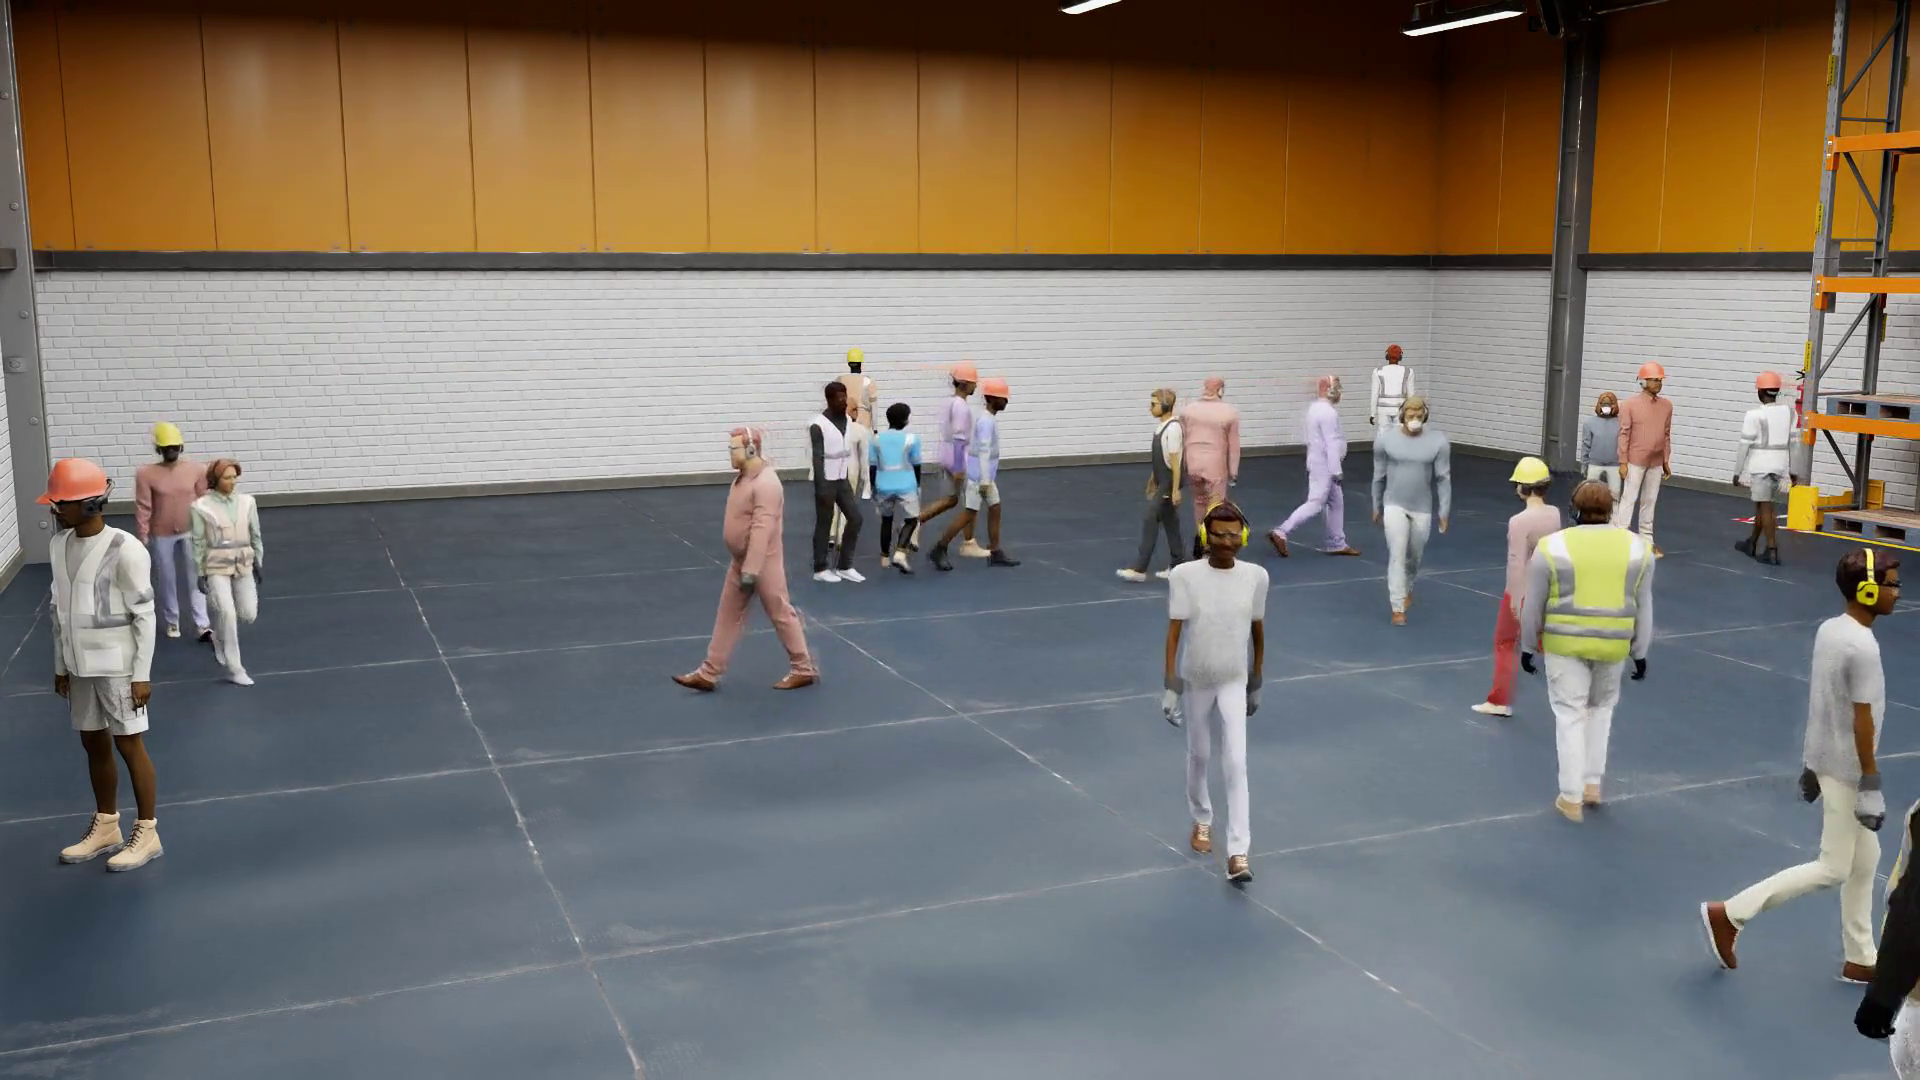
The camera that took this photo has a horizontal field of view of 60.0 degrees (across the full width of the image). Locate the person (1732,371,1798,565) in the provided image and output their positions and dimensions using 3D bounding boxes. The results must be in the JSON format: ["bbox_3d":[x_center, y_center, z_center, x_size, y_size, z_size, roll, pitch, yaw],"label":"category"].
[{"bbox_3d":[8.003,-0.737,16.694,0.581,1.905,0.874,-2,10,-13],"label":"person"}]

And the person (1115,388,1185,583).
[{"bbox_3d":[1.785,-0.501,15.556,0.793,1.818,0.552,-1,9,-4],"label":"person"}]

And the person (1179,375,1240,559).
[{"bbox_3d":[2.491,-0.732,16.828,0.652,1.872,0.790,6,11,31],"label":"person"}]

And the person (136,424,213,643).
[{"bbox_3d":[-6.135,-0.037,13.025,0.545,1.724,0.890,-5,11,-29],"label":"person"}]

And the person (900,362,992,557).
[{"bbox_3d":[-0.135,-0.801,16.825,0.875,2.013,0.617,-2,10,-11],"label":"person"}]

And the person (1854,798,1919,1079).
[{"bbox_3d":[2.887,1.266,4.829,0.656,1.822,0.475,-8,12,-39],"label":"person"}]

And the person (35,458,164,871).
[{"bbox_3d":[-4.221,0.611,8.137,0.615,2.039,0.387,4,10,23],"label":"person"}]

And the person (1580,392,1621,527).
[{"bbox_3d":[6.922,-0.783,17.859,0.499,1.624,0.304,4,10,22],"label":"person"}]

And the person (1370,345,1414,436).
[{"bbox_3d":[5.939,-1.743,22.876,0.584,1.882,0.339,1,9,9],"label":"person"}]

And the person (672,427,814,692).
[{"bbox_3d":[-1.468,0.150,11.488,0.990,1.854,0.660,-5,11,-27],"label":"person"}]

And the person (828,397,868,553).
[{"bbox_3d":[-1.208,-0.673,17.193,0.530,1.609,0.420,0,9,1],"label":"person"}]

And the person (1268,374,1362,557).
[{"bbox_3d":[3.625,-0.745,16.870,0.905,1.877,0.633,1,9,5],"label":"person"}]

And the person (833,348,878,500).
[{"bbox_3d":[-1.314,-1.460,21.024,0.587,1.930,0.363,2,10,10],"label":"person"}]

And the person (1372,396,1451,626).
[{"bbox_3d":[3.783,-0.283,14.022,0.639,1.904,0.973,1,9,9],"label":"person"}]

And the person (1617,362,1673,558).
[{"bbox_3d":[6.934,-0.804,16.843,0.612,1.997,0.375,-3,10,-17],"label":"person"}]

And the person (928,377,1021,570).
[{"bbox_3d":[0.130,-0.645,16.219,0.852,1.899,0.575,0,9,3],"label":"person"}]

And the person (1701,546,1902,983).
[{"bbox_3d":[3.542,0.932,6.794,0.796,1.850,0.522,3,10,18],"label":"person"}]

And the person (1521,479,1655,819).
[{"bbox_3d":[3.360,0.570,9.032,0.653,1.824,0.632,1,9,5],"label":"person"}]

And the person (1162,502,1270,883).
[{"bbox_3d":[1.245,0.728,8.099,0.519,1.823,0.968,1,9,5],"label":"person"}]

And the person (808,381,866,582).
[{"bbox_3d":[-1.130,-0.525,15.458,0.661,1.890,0.621,6,11,31],"label":"person"}]

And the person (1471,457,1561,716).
[{"bbox_3d":[3.728,0.336,10.721,0.528,1.746,0.781,-6,11,-33],"label":"person"}]

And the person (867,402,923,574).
[{"bbox_3d":[-0.634,-0.499,15.991,0.554,1.665,0.613,3,10,15],"label":"person"}]

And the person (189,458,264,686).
[{"bbox_3d":[-5.236,0.215,11.833,0.587,1.620,0.515,7,11,34],"label":"person"}]
